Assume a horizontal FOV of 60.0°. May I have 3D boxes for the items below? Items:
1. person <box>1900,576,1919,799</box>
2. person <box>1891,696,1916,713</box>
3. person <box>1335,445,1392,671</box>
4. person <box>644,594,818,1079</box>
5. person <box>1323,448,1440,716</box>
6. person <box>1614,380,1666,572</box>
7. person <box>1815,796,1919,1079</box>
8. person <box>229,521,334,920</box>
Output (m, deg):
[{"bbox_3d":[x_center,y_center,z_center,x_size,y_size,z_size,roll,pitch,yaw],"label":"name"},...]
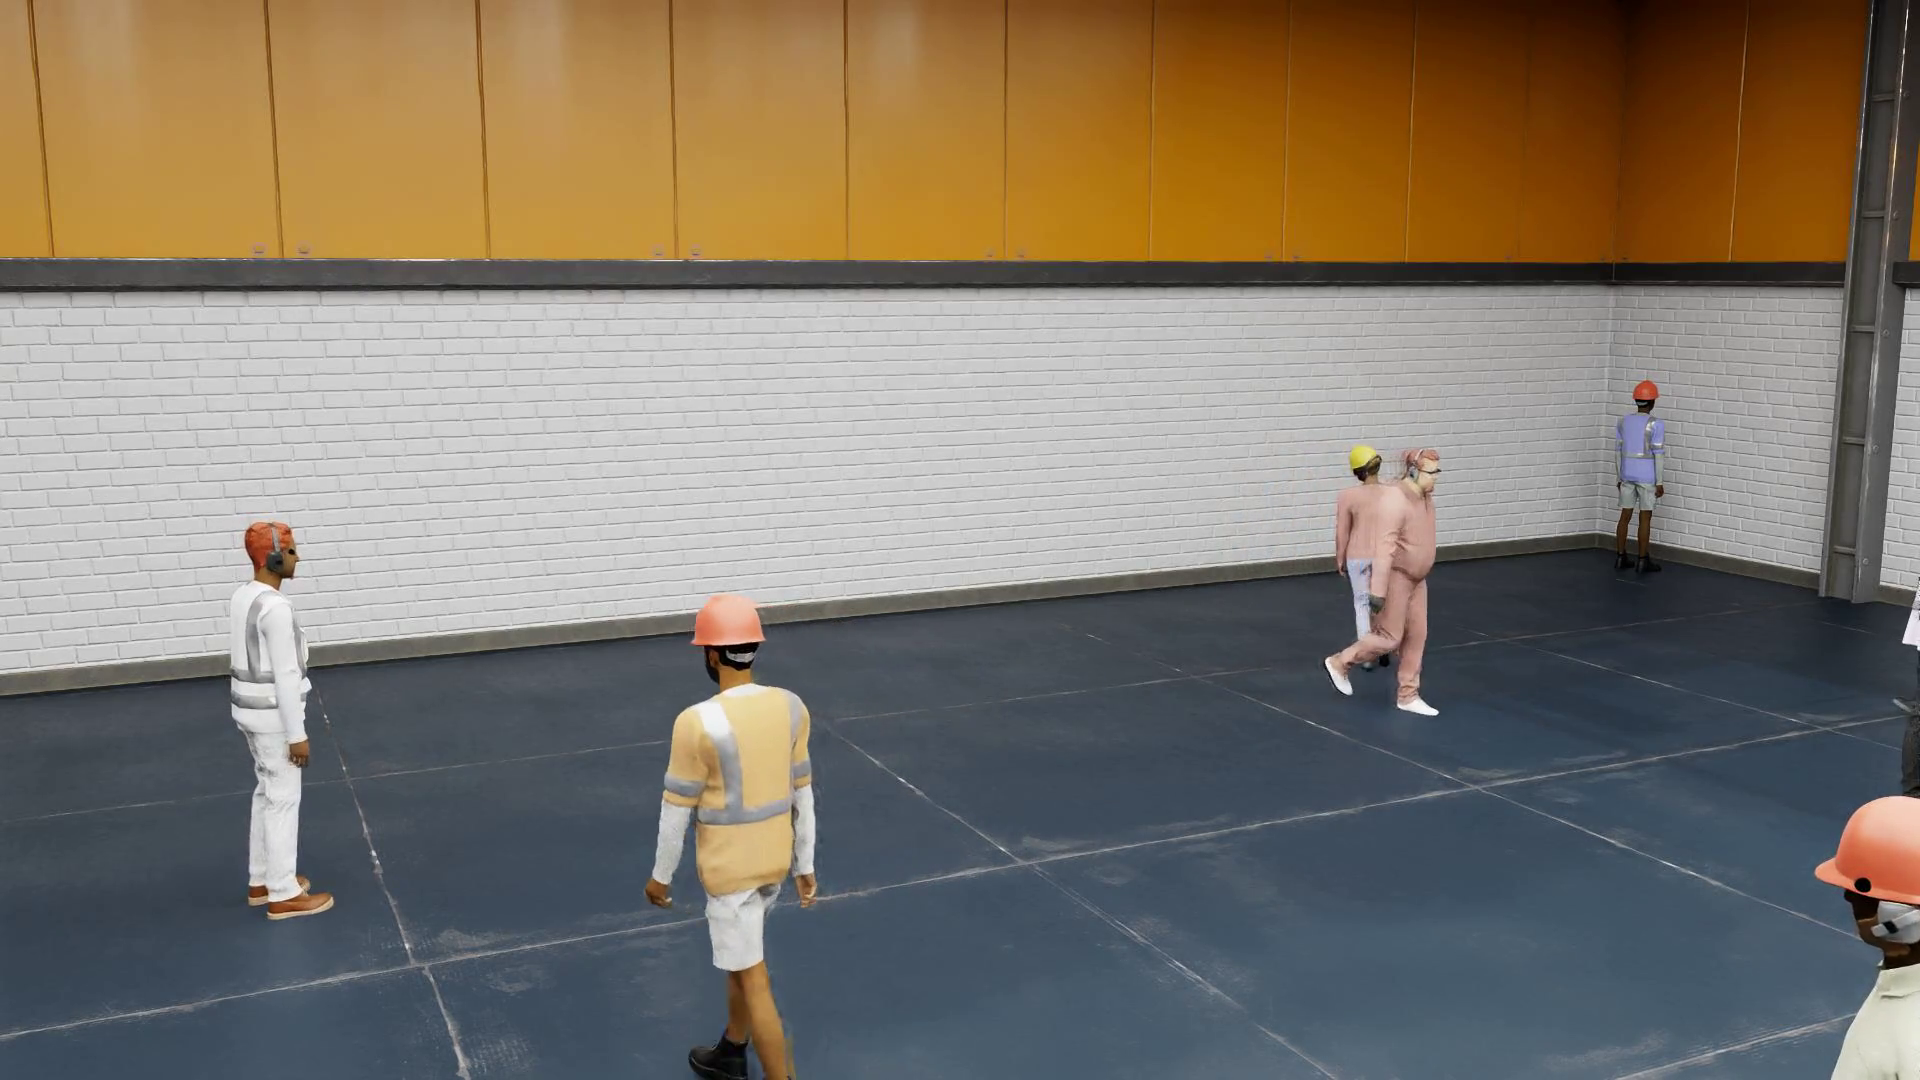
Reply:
[{"bbox_3d":[5.383,0.627,9.069,0.394,1.916,0.590,1,9,5],"label":"person"},{"bbox_3d":[6.755,0.381,11.029,0.852,1.776,0.591,4,10,22],"label":"person"},{"bbox_3d":[3.123,0.141,12.637,0.554,1.729,0.389,2,9,10],"label":"person"},{"bbox_3d":[-0.855,1.138,5.955,0.810,1.902,0.546,7,12,38],"label":"person"},{"bbox_3d":[2.940,0.271,11.463,0.714,1.869,0.654,8,12,40],"label":"person"},{"bbox_3d":[6.906,-0.644,16.868,0.347,1.942,0.549,-6,11,-32],"label":"person"},{"bbox_3d":[1.919,1.498,3.434,0.392,1.990,0.612,5,10,26],"label":"person"},{"bbox_3d":[-3.230,0.845,7.837,0.356,1.876,0.578,-7,12,-38],"label":"person"}]
